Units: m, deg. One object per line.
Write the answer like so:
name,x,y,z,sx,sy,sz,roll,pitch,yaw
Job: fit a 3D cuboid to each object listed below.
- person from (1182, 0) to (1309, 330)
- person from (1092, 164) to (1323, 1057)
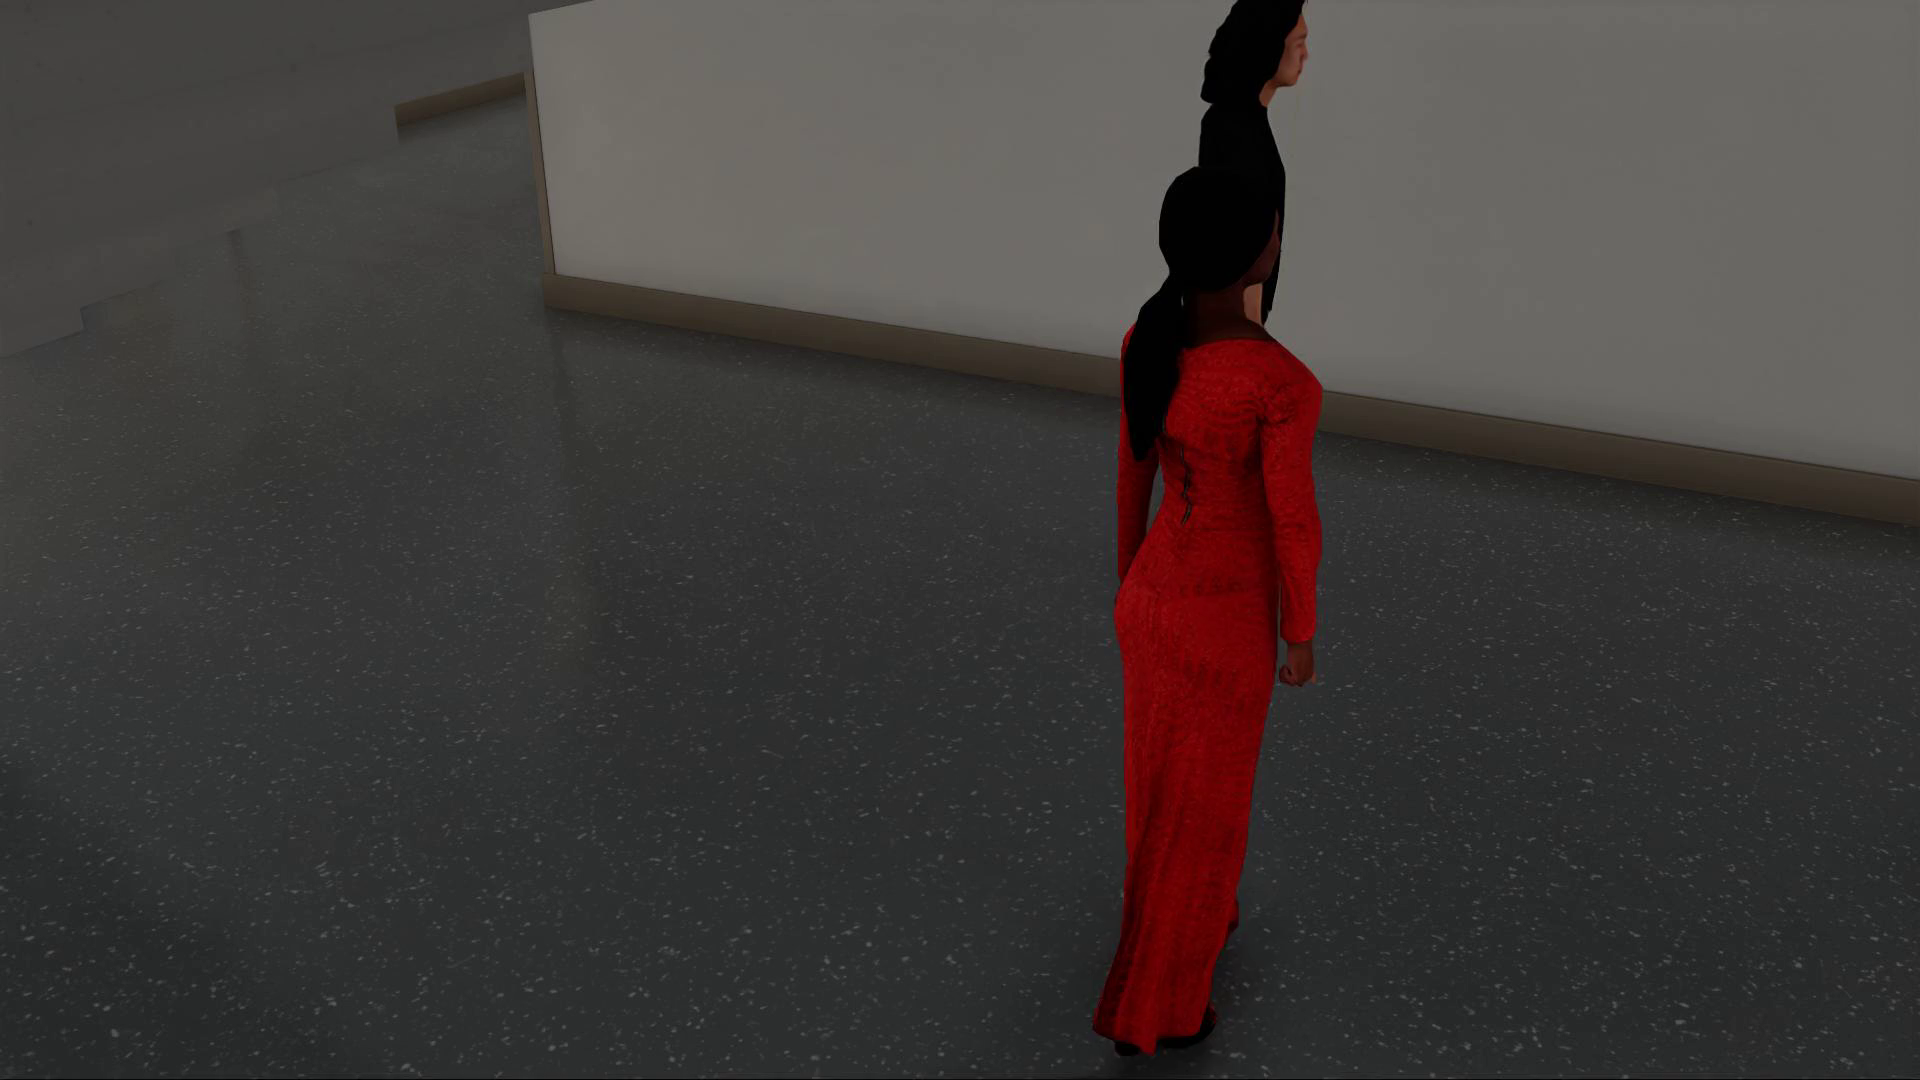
person,0.787,-0.704,4.926,0.691,1.826,0.706,-1,26,-1
person,0.418,0.192,3.137,0.880,1.779,0.866,-18,31,-33
